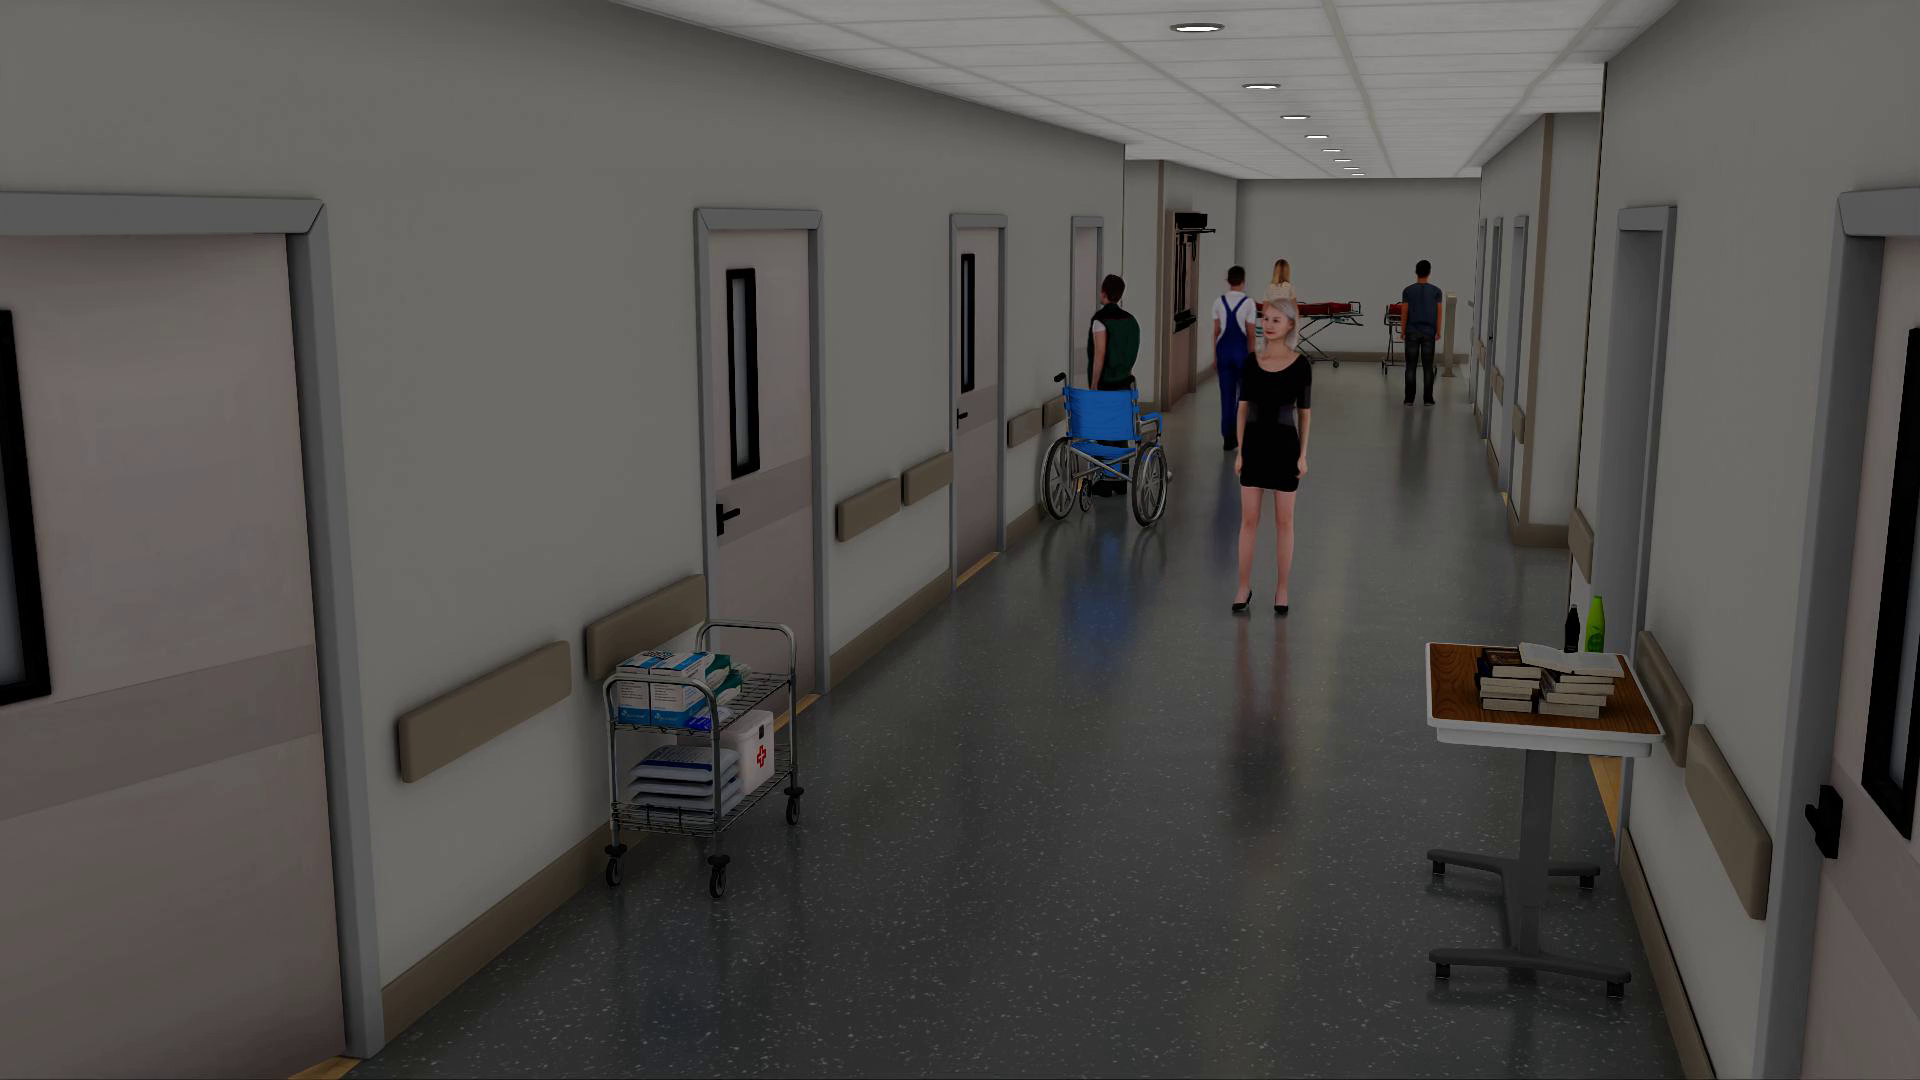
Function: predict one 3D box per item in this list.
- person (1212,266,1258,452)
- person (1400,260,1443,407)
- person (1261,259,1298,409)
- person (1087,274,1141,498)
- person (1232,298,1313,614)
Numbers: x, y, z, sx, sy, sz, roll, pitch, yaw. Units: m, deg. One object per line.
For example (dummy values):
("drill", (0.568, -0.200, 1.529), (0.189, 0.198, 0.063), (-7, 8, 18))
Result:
("person", (2.708, -1.806, 16.612), (0.663, 1.837, 0.725), (5, 12, 23))
("person", (5.771, -2.593, 20.829), (0.646, 1.810, 0.521), (3, 11, 16))
("person", (3.935, -2.535, 20.482), (0.627, 1.826, 0.555), (4, 12, 21))
("person", (1.241, -1.293, 13.880), (0.805, 1.842, 0.693), (10, 15, 44))
("person", (1.816, -0.492, 9.705), (0.575, 1.830, 0.496), (3, 11, 17))
